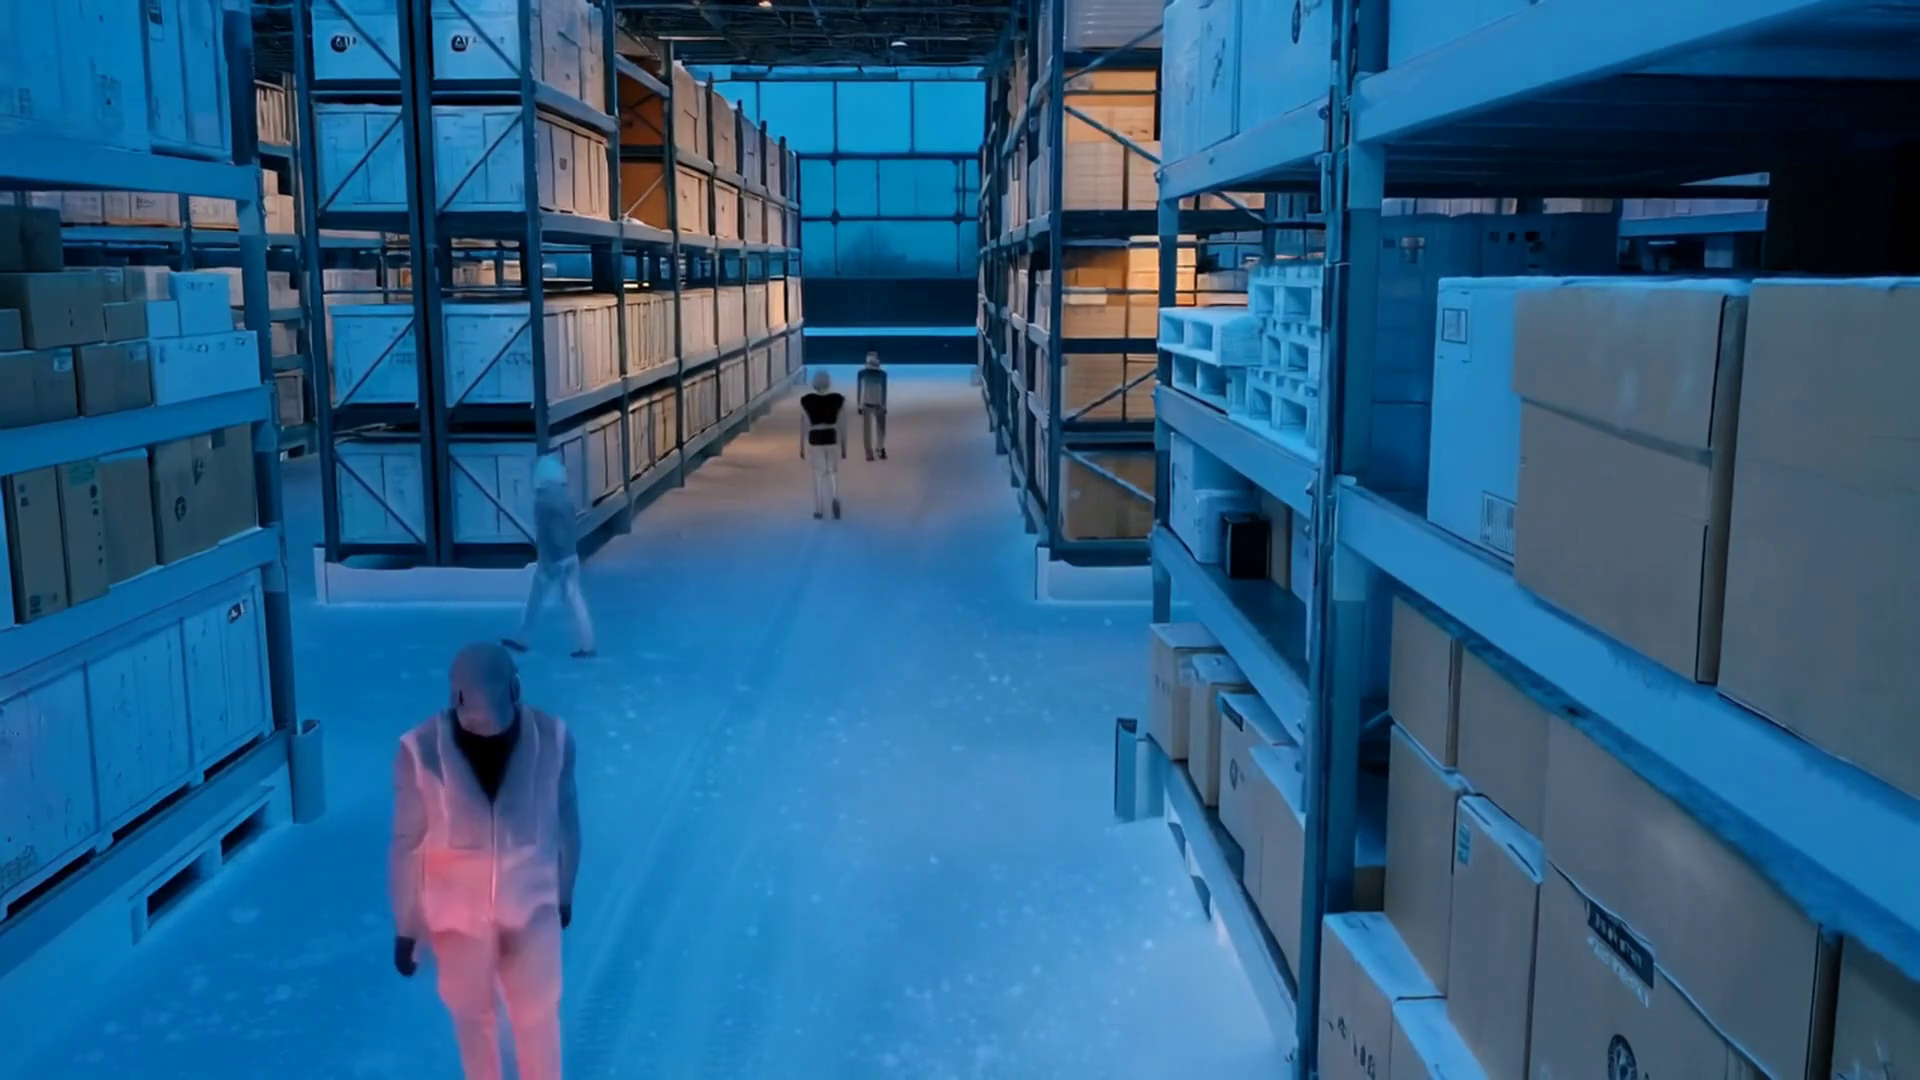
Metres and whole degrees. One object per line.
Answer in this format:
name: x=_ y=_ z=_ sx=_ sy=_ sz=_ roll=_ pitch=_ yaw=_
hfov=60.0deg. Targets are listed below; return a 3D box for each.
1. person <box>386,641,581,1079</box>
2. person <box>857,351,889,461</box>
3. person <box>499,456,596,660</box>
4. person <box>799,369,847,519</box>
person: x=-1.548 y=1.244 z=5.485 sx=0.639 sy=1.814 sz=0.773 roll=-3 pitch=10 yaw=-18
person: x=-1.384 y=-2.144 z=26.536 sx=0.541 sy=1.720 sz=0.744 roll=2 pitch=10 yaw=15
person: x=-3.197 y=0.142 z=12.932 sx=0.844 sy=1.589 sz=0.529 roll=4 pitch=10 yaw=25
person: x=-1.654 y=-1.145 z=20.099 sx=0.565 sy=1.831 sz=0.525 roll=-3 pitch=10 yaw=-15
